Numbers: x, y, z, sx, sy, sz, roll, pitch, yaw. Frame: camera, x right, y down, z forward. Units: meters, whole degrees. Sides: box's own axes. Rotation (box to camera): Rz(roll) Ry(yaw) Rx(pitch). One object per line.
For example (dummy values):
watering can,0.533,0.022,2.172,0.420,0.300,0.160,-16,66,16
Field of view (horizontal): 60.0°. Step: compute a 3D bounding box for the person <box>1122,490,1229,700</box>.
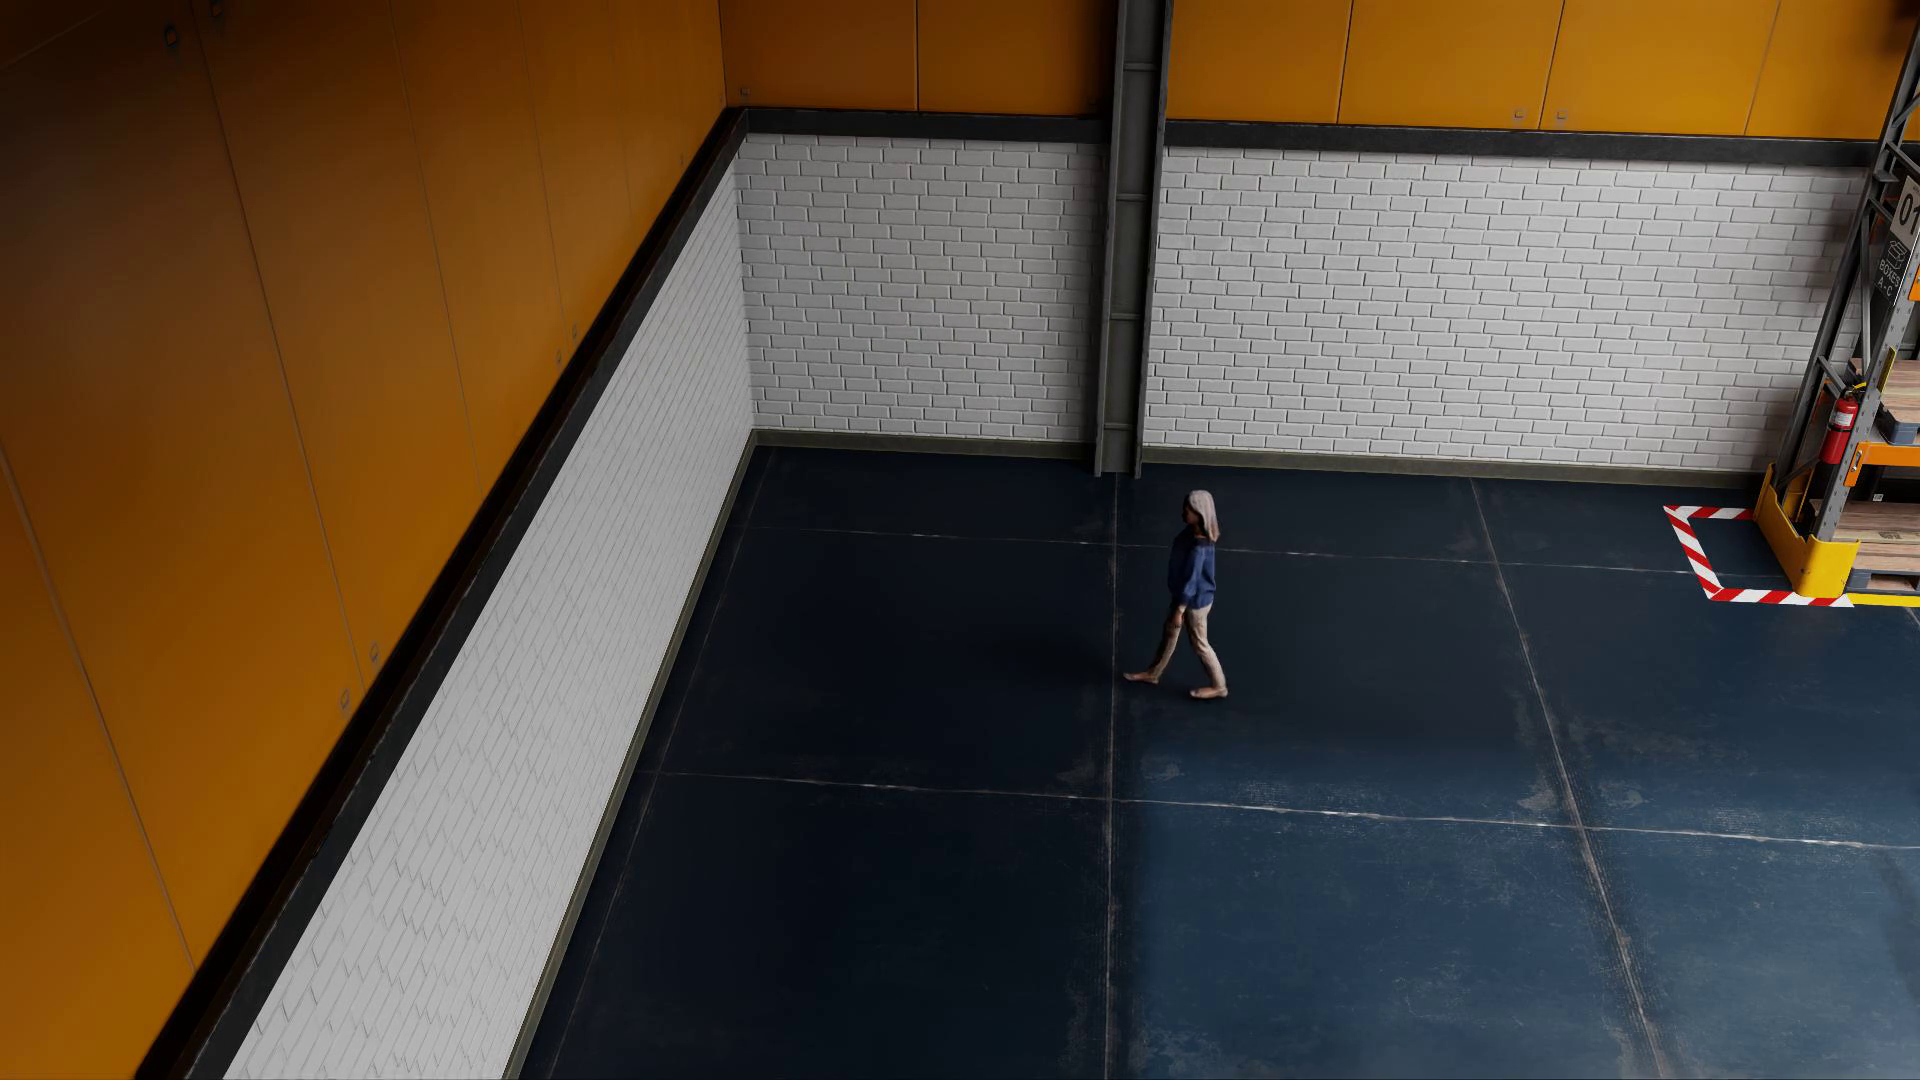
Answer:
person,1.645,0.408,11.244,0.947,1.672,0.625,4,34,6
